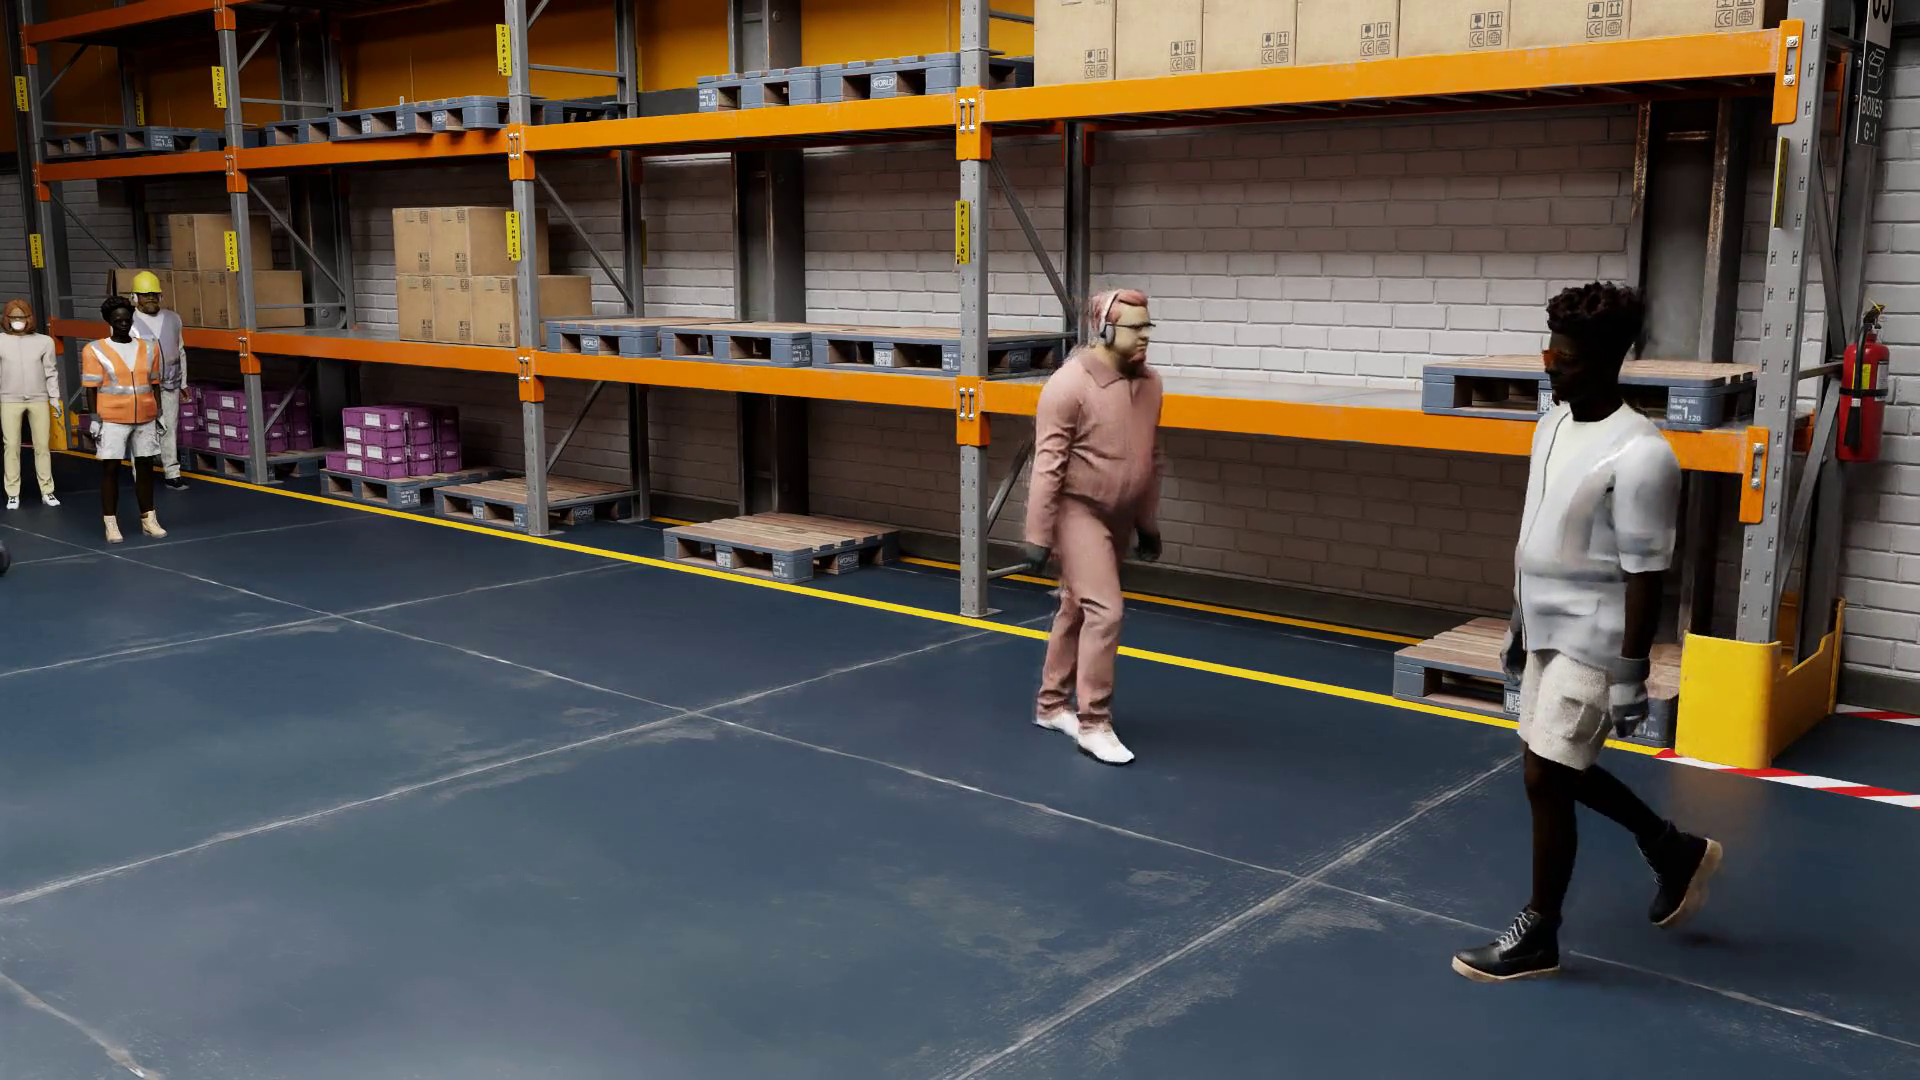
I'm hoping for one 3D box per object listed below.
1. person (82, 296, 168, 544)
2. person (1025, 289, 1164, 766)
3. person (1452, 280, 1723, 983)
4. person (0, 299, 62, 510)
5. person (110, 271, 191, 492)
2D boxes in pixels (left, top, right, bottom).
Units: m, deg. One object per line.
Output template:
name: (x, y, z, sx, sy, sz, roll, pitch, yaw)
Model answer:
person: (-5.756, -0.832, 11.496, 0.317, 1.695, 0.540, 8, 13, 40)
person: (0.574, -0.064, 6.664, 0.760, 1.862, 0.648, 8, 13, 38)
person: (1.782, 0.259, 4.590, 0.754, 1.942, 0.620, -1, 10, -4)
person: (-7.289, -1.059, 12.970, 0.499, 1.633, 0.279, -7, 12, -36)
person: (-6.676, -1.300, 13.774, 0.404, 1.830, 0.601, 8, 13, 40)
